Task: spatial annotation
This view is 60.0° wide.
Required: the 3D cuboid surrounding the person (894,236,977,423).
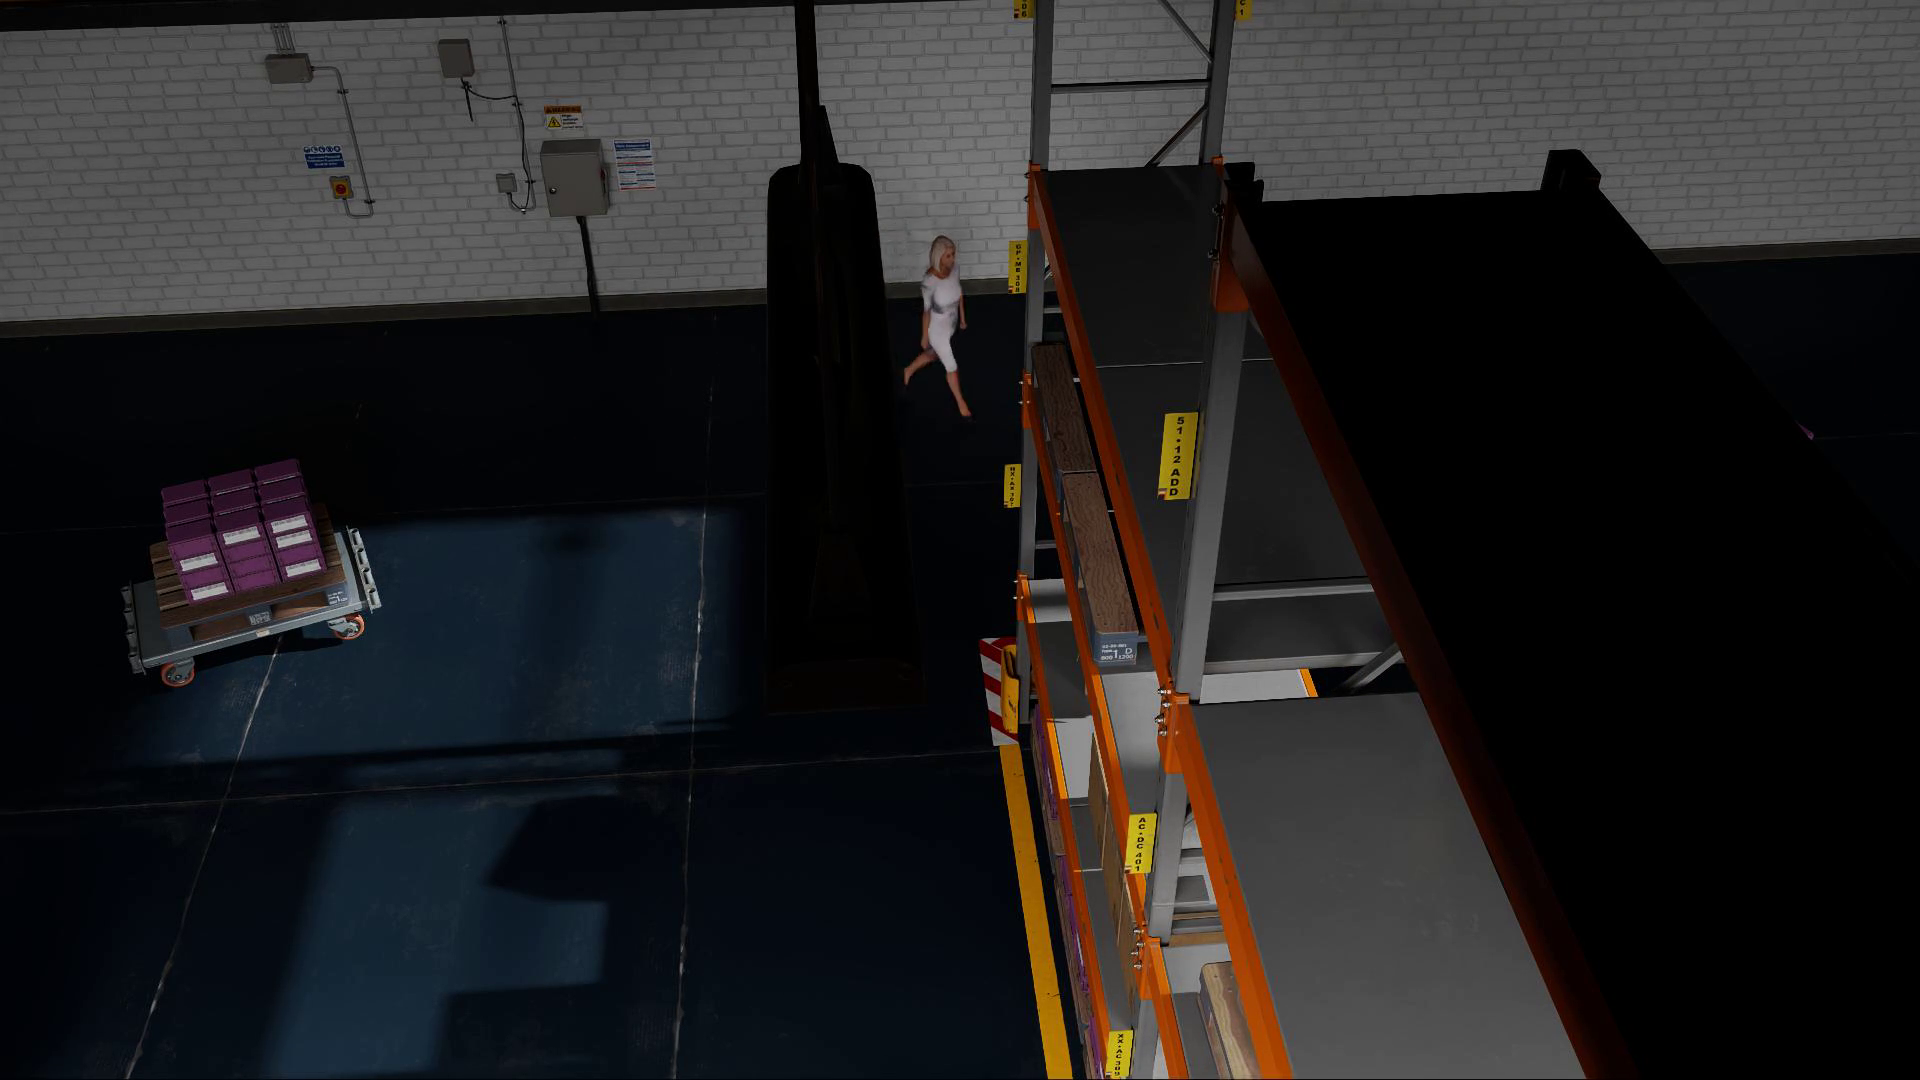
[{"bbox_3d":[-0.227,-1.762,13.688,1.127,1.708,1.089,22,44,25],"label":"person"}]
